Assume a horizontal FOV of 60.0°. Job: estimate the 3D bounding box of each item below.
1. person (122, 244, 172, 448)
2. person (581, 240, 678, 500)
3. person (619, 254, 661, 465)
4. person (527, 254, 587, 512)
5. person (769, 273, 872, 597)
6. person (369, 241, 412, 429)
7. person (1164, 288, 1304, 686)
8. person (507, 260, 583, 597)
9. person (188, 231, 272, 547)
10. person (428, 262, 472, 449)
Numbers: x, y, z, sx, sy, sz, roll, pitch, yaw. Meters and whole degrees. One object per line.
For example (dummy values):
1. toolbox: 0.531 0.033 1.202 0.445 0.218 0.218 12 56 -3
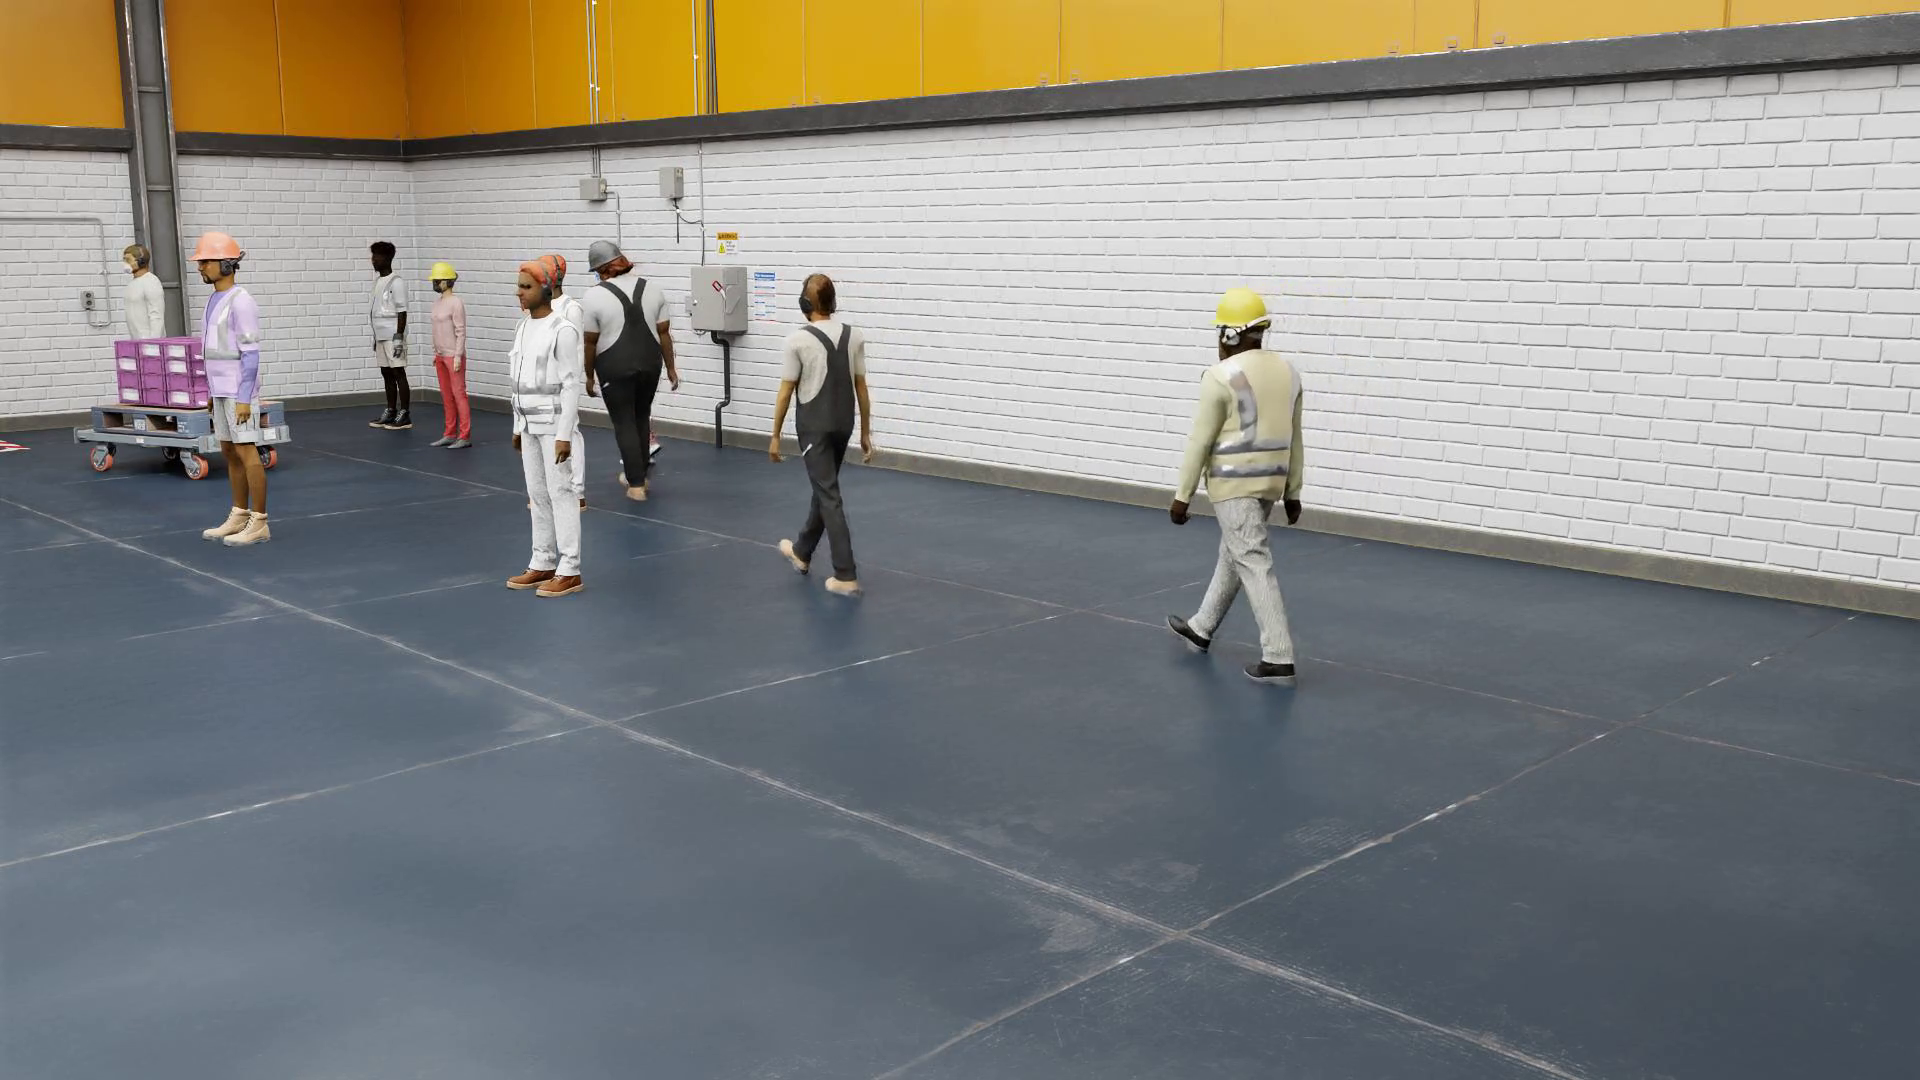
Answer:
1. person: -7.815 -1.858 15.956 0.632 1.940 0.372 10 15 44
2. person: -2.635 -1.354 12.925 0.755 2.000 0.842 -8 13 -36
3. person: -2.905 -1.570 14.574 0.462 1.874 0.675 0 10 -3
4. person: -2.947 -1.129 12.129 0.576 1.884 0.355 10 15 44
5. person: -0.843 -0.613 9.538 0.540 1.798 0.937 -8 13 -38
6. person: -5.995 -2.146 17.444 0.606 1.967 0.367 10 15 44
7. person: 1.260 -0.258 7.675 0.608 1.781 0.941 -9 14 -41
8. person: -2.351 -0.626 9.388 0.576 1.883 0.352 10 15 44
9. person: -4.785 -0.981 10.888 0.608 2.044 0.370 10 15 44
10. person: -4.873 -1.749 15.826 0.525 1.770 0.306 10 15 44
